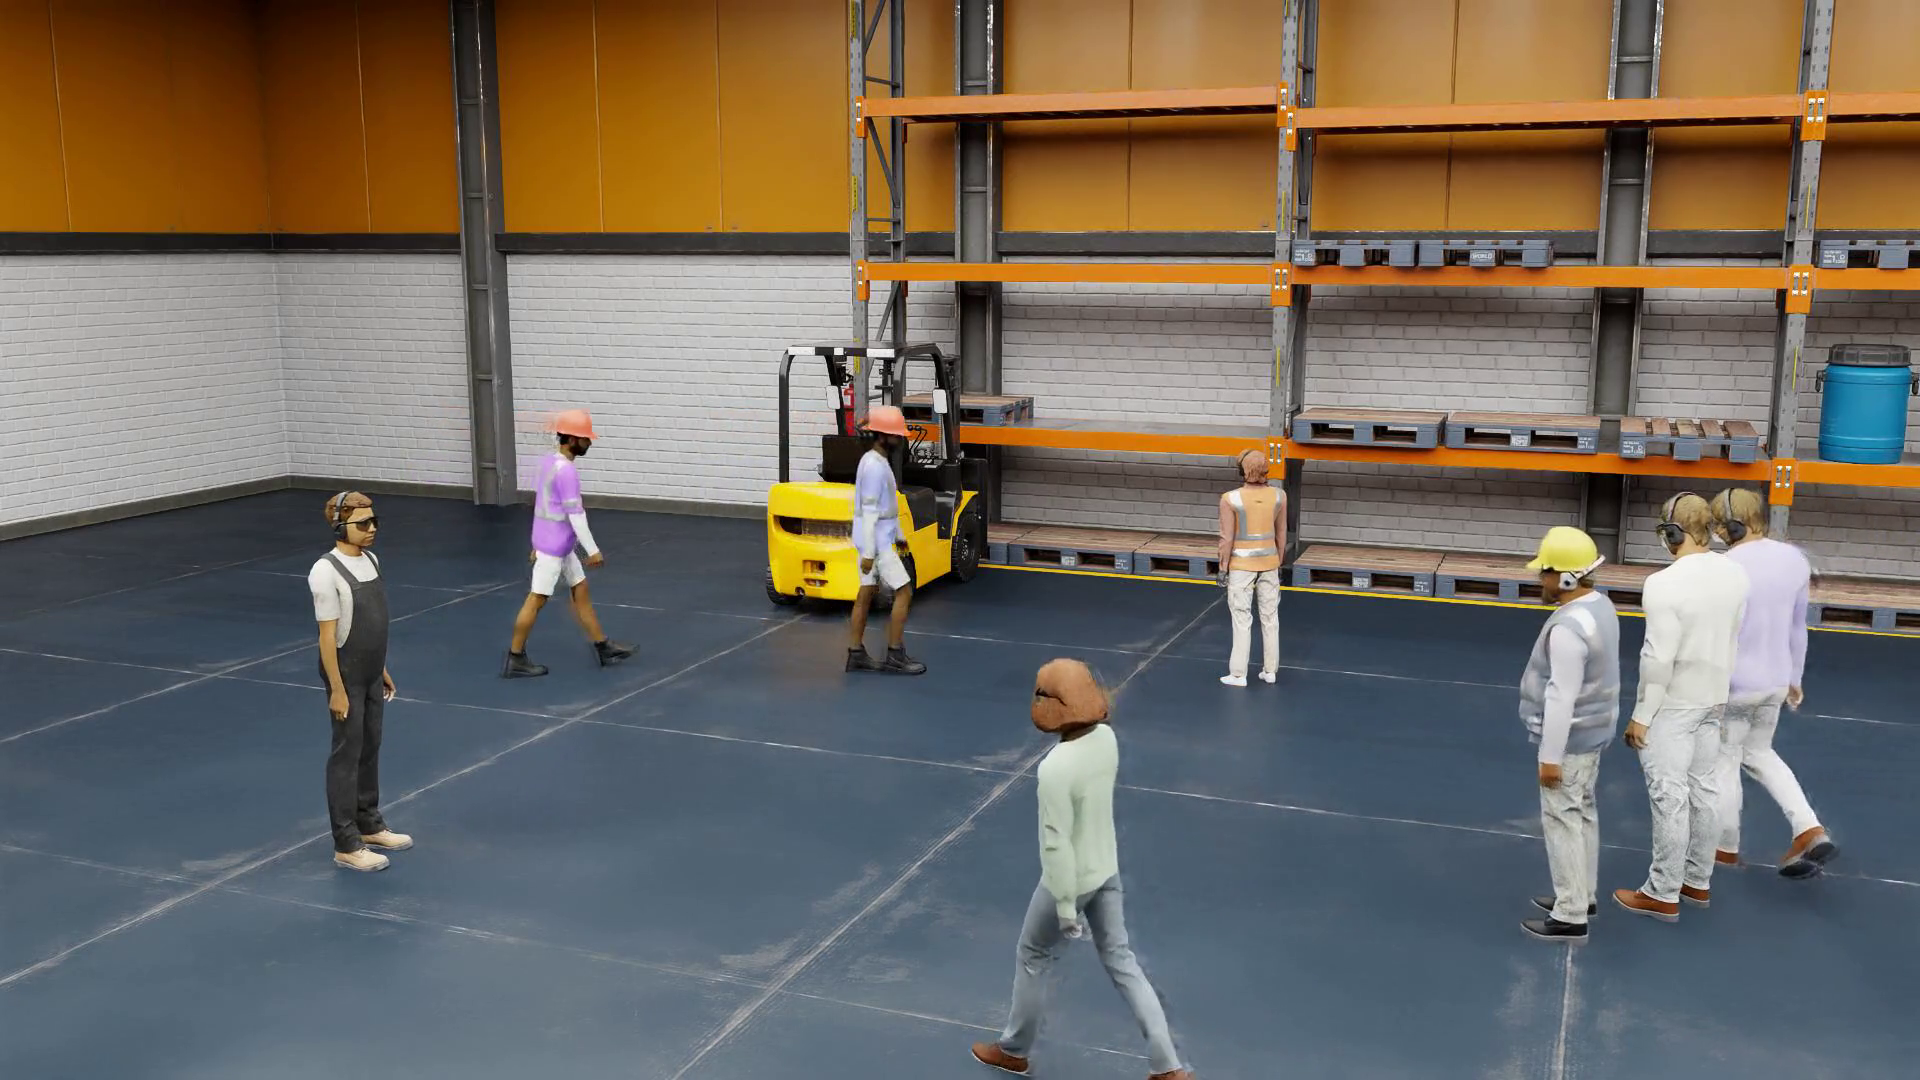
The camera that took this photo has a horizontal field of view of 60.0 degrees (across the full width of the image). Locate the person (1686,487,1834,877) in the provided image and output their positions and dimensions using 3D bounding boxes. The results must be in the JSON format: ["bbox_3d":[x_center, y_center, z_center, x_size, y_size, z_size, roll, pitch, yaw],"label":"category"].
[{"bbox_3d":[3.743,0.701,7.842,0.665,1.900,0.666,-4,11,-22],"label":"person"}]

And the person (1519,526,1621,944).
[{"bbox_3d":[2.643,0.839,7.258,0.404,1.821,0.595,7,12,35],"label":"person"}]

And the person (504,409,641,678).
[{"bbox_3d":[-2.738,0.029,11.615,1.039,1.865,0.540,-3,11,-17],"label":"person"}]

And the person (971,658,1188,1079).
[{"bbox_3d":[0.448,1.200,5.883,0.850,1.594,0.497,8,13,37],"label":"person"}]

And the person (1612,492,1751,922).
[{"bbox_3d":[3.228,0.747,7.462,0.627,1.933,0.371,-6,12,-32],"label":"person"}]

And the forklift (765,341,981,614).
[{"bbox_3d":[-0.739,-0.602,14.246,1.214,2.155,2.313,4,11,21],"label":"forklift"}]

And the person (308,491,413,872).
[{"bbox_3d":[-2.929,0.675,8.109,0.346,1.846,0.506,1,10,7],"label":"person"}]

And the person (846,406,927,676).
[{"bbox_3d":[-0.489,0.011,11.638,0.712,1.909,0.564,-2,10,-9],"label":"person"}]

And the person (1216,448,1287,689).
[{"bbox_3d":[1.987,0.197,11.334,0.514,1.642,0.314,-3,11,-18],"label":"person"}]
